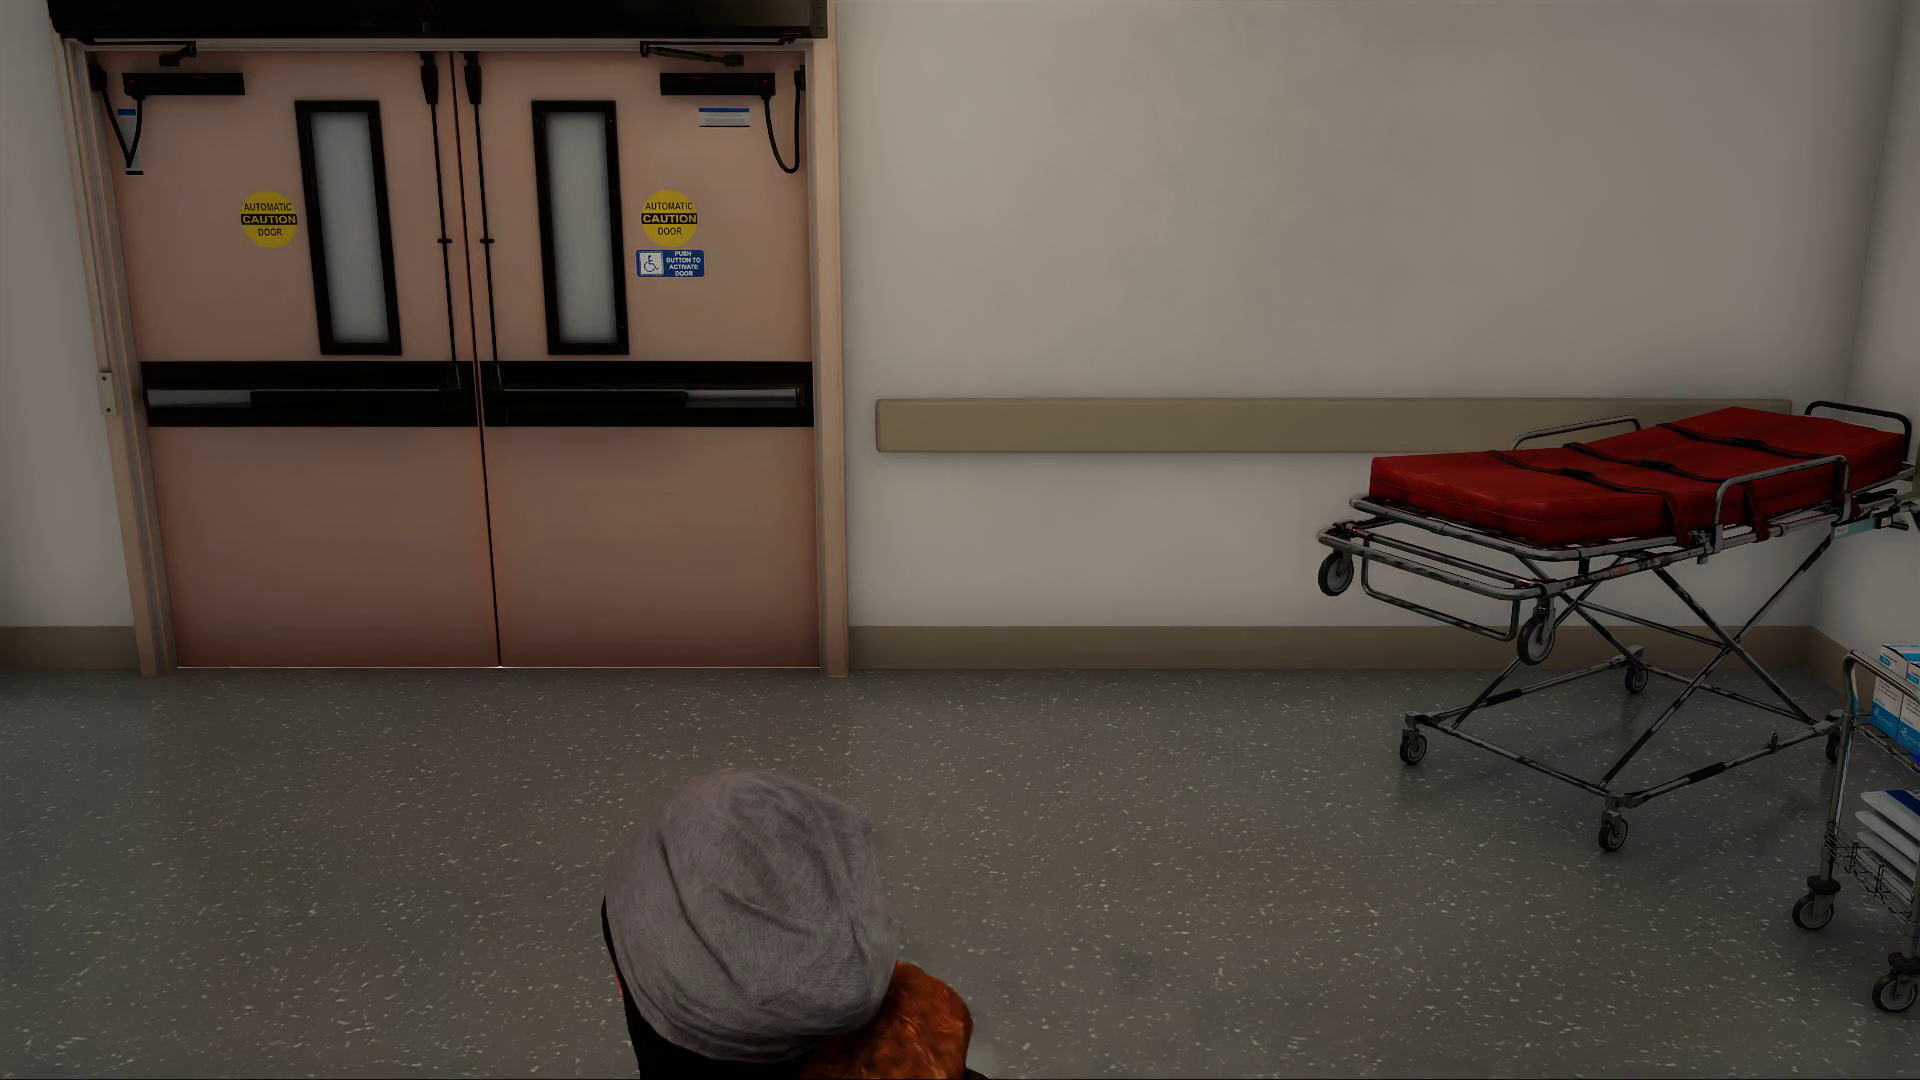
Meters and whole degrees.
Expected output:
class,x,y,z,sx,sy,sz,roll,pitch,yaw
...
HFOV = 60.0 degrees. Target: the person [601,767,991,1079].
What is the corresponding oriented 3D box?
class,x,y,z,sx,sy,sz,roll,pitch,yaw
person,-0.060,0.977,1.280,0.954,1.612,1.039,-12,20,-37
